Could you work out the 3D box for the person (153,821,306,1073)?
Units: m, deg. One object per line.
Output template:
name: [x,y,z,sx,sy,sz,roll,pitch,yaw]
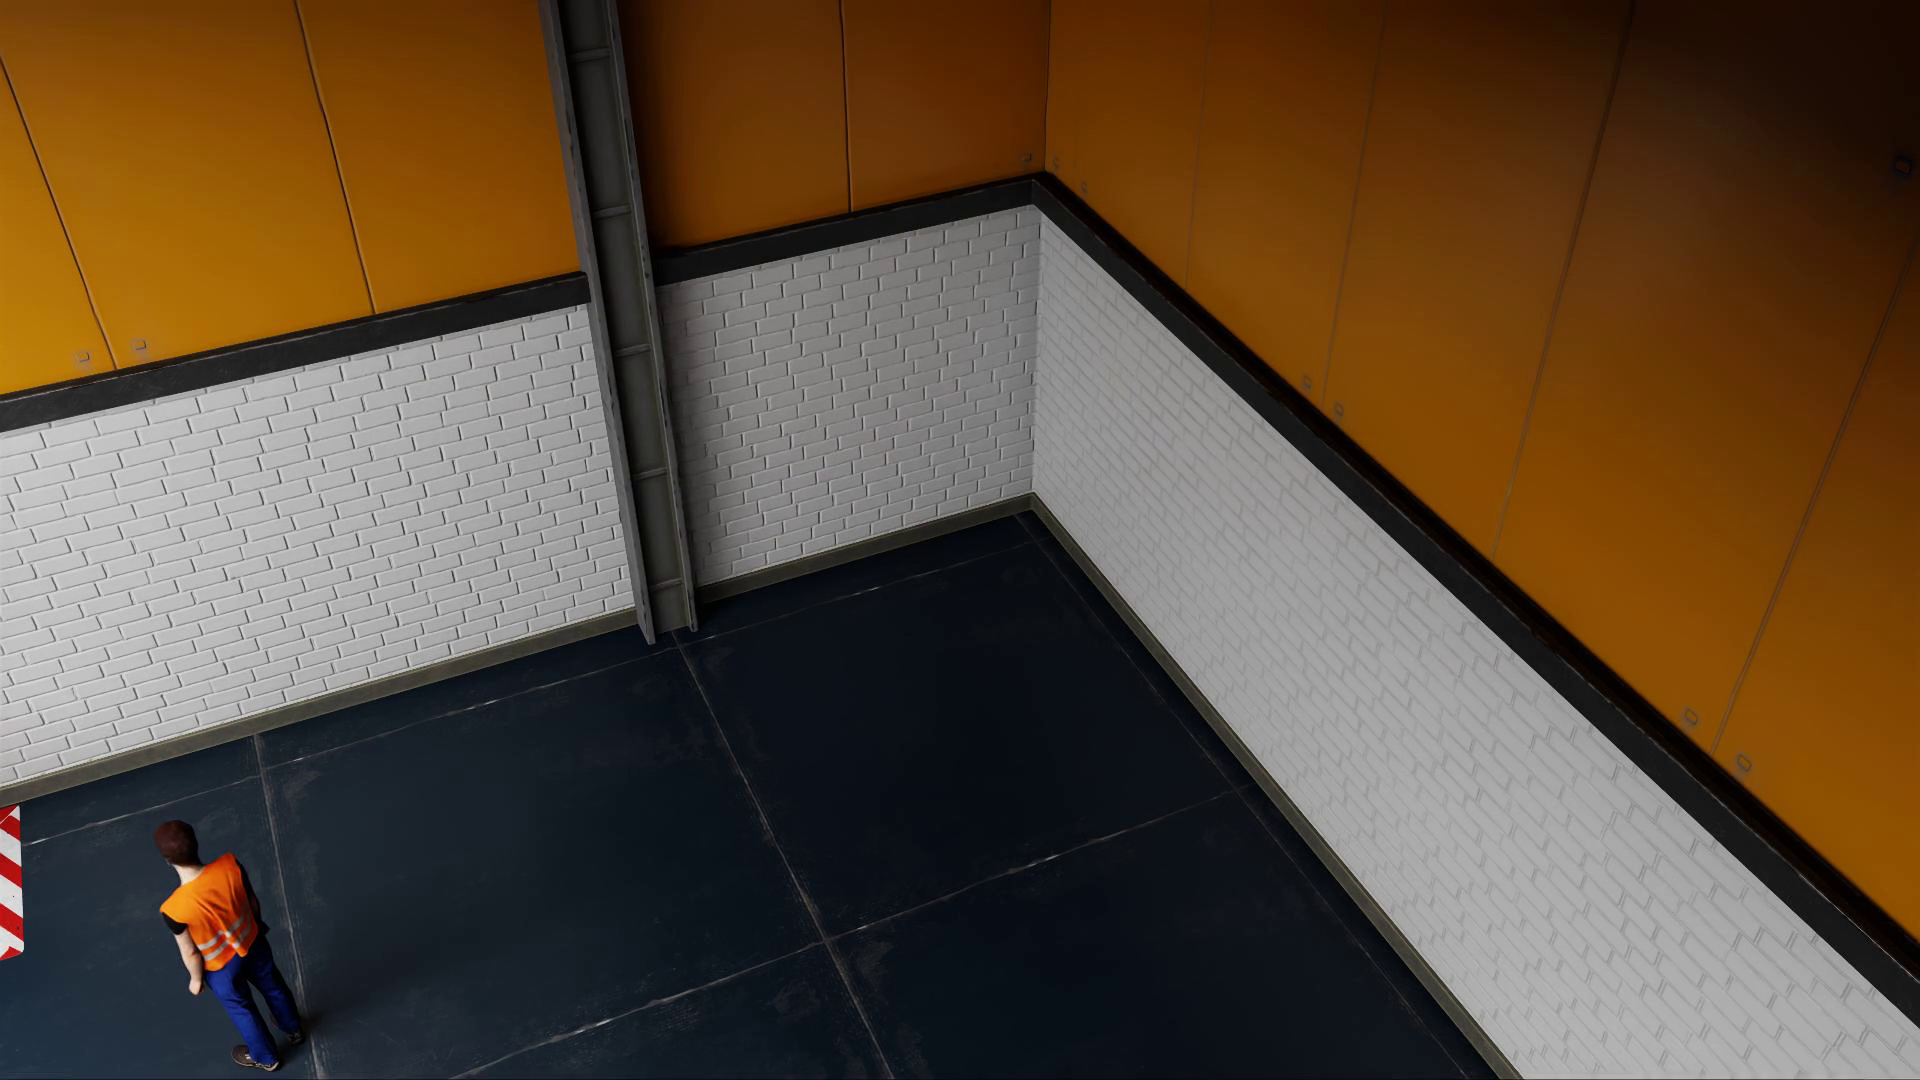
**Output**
person: [-4.012,2.246,9.147,0.854,1.880,0.768,19,42,22]
